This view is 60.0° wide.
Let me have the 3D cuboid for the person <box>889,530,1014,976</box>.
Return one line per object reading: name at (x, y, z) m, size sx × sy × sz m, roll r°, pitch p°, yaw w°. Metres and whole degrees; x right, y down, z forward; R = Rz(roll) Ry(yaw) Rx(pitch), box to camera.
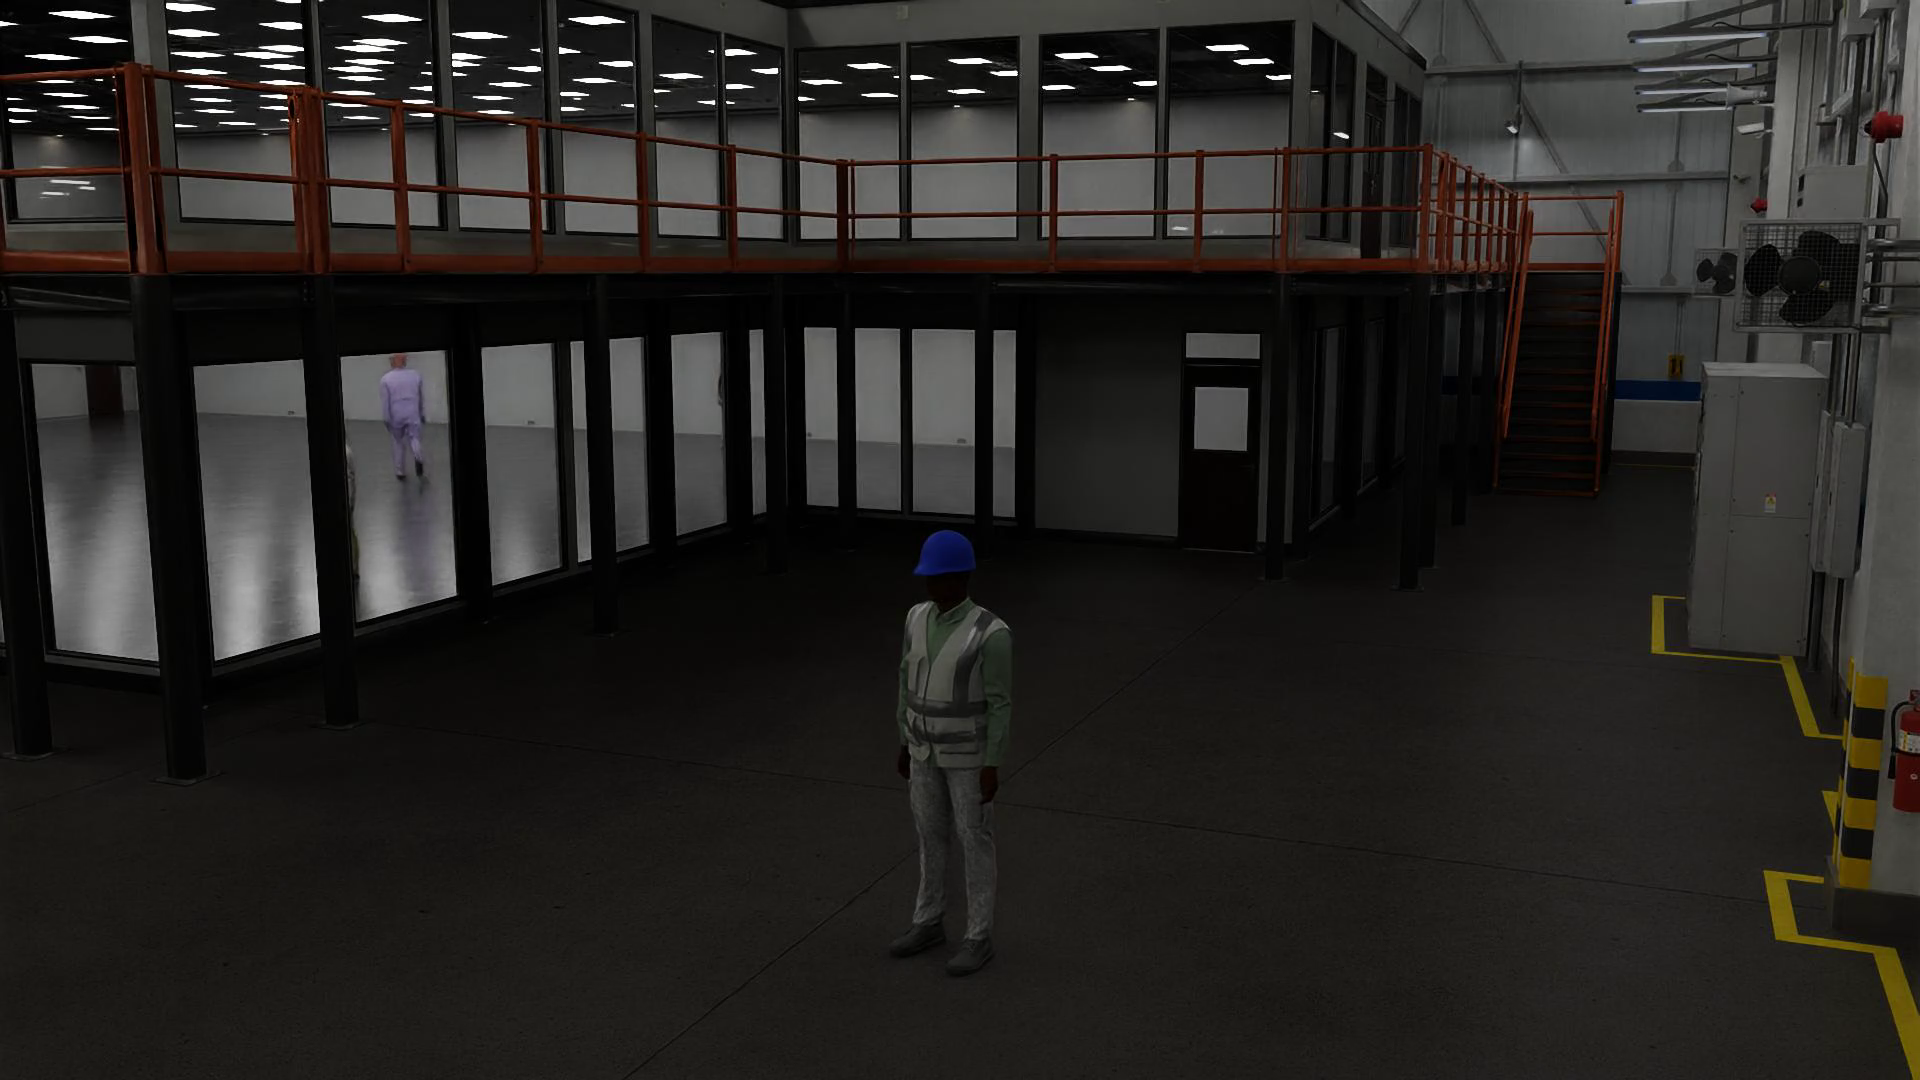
person at (-0.042, 0.916, 7.287) m, size 0.602 × 1.948 × 0.385 m, roll 8°, pitch 12°, yaw 40°
